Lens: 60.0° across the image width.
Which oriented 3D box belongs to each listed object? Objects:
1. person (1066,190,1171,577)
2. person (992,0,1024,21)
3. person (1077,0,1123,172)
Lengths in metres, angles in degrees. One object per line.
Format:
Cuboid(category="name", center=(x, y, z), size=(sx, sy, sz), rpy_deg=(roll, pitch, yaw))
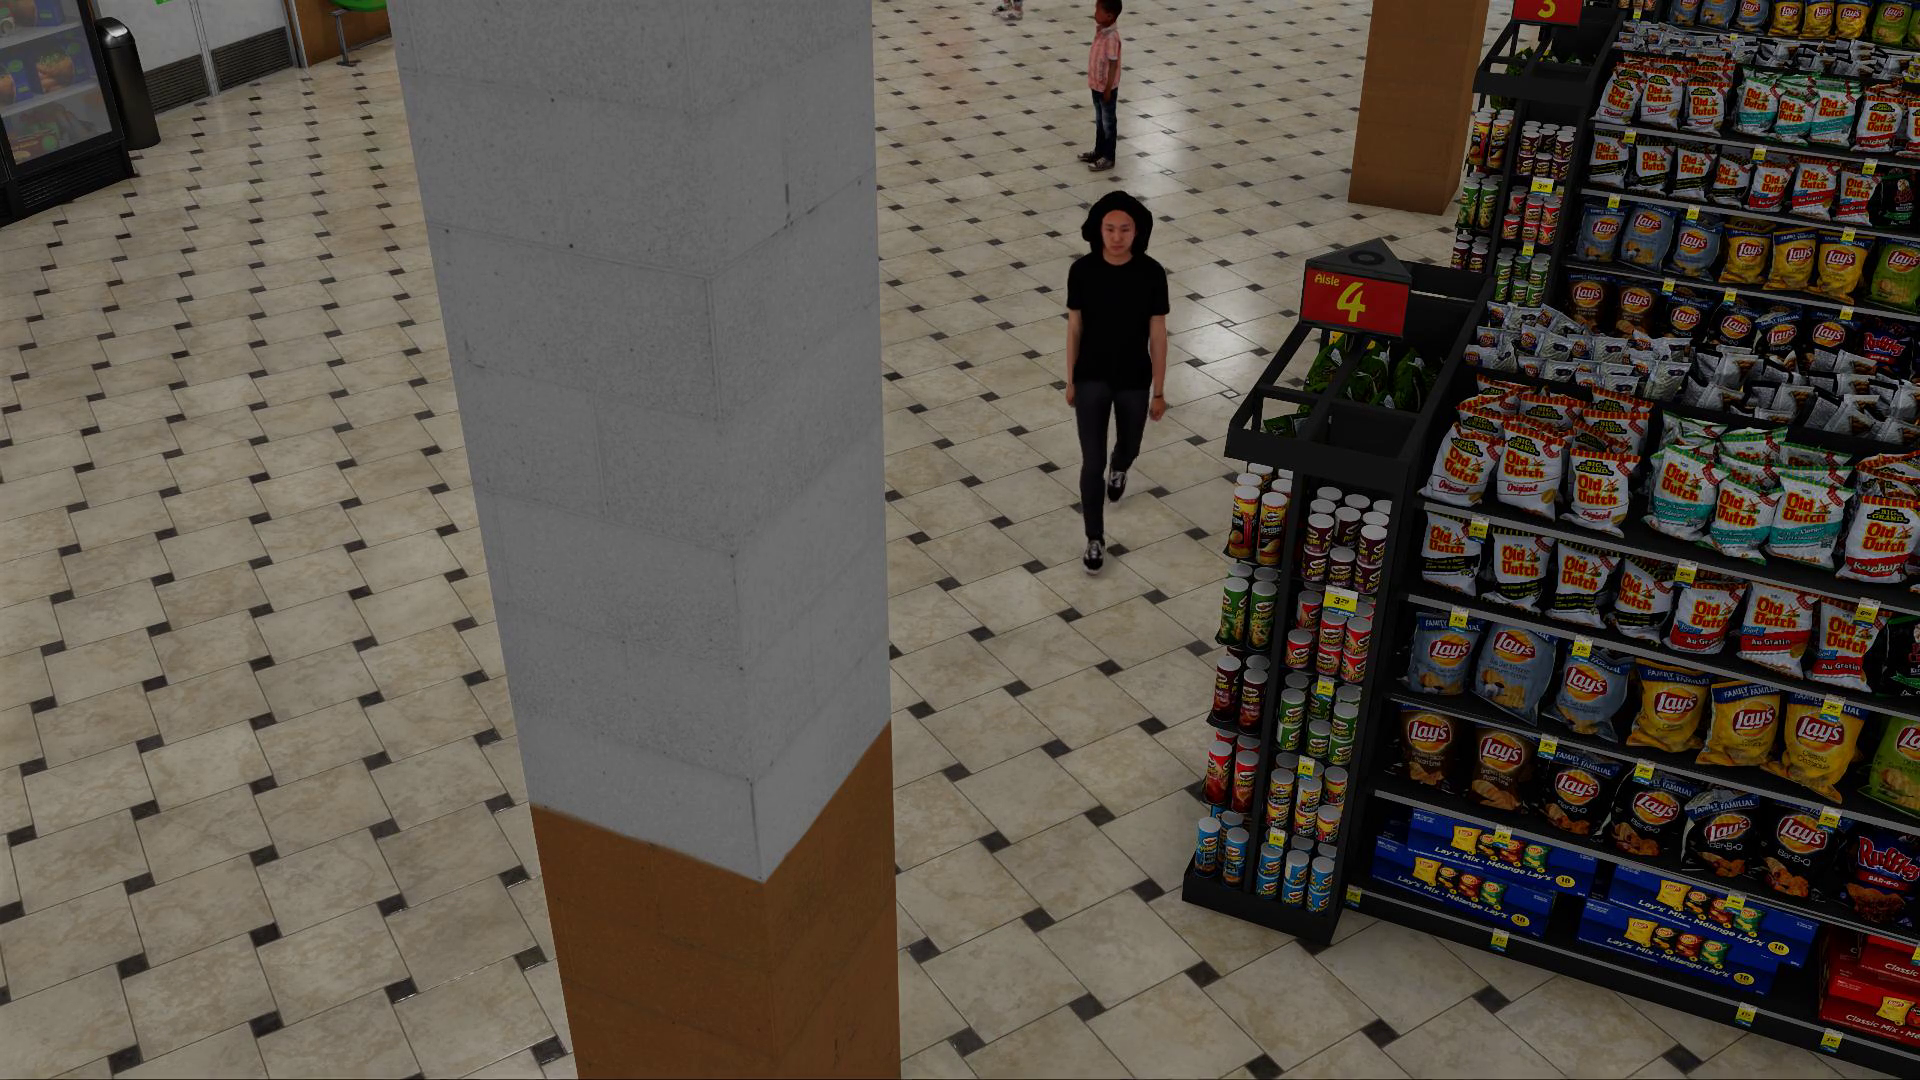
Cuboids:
Cuboid(category="person", center=(0.741, -0.804, 7.881), size=(1.100, 1.802, 0.921), rpy_deg=(3, 32, 6))
Cuboid(category="person", center=(0.574, -5.849, 16.300), size=(0.678, 1.474, 0.653), rpy_deg=(-1, 32, -1))
Cuboid(category="person", center=(1.111, -3.492, 12.669), size=(0.630, 1.308, 0.583), rpy_deg=(-8, 33, -12))
